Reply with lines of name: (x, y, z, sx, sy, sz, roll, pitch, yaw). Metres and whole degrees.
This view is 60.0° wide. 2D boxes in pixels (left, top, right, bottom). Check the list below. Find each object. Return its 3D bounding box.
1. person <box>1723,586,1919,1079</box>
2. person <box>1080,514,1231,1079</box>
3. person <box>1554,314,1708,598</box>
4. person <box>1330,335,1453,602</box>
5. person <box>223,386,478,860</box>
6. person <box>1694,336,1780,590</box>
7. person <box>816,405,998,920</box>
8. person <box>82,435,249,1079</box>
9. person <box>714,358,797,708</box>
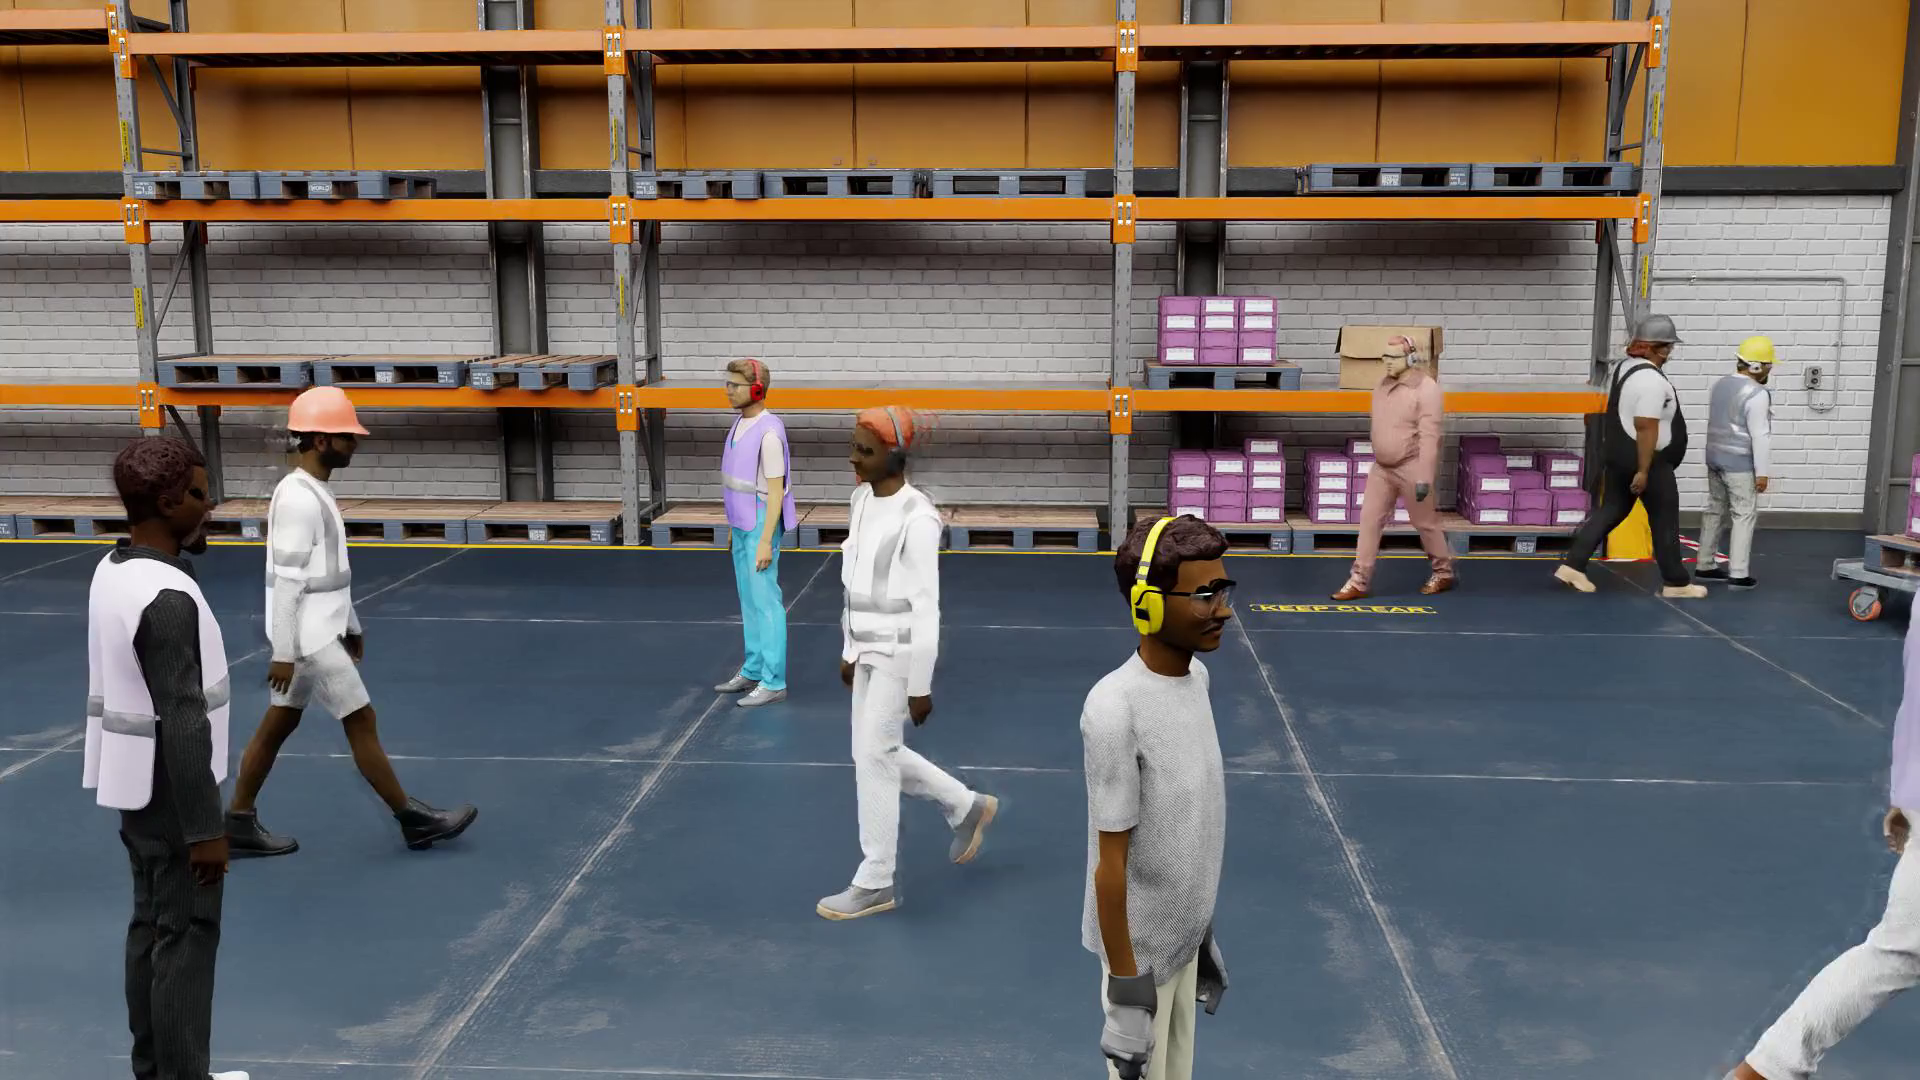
person: (2.578, 0.709, 4.350, 1.005, 1.899, 0.636, 3, 10, 18)
person: (0.426, 0.869, 3.450, 0.328, 1.872, 0.512, 5, 11, 25)
person: (4.709, -0.610, 11.613, 0.991, 2.000, 0.685, 0, 10, -3)
person: (3.086, -0.497, 11.544, 1.006, 1.855, 0.647, -6, 11, -32)
person: (-2.496, 0.340, 6.546, 1.021, 1.875, 0.553, -3, 10, -19)
person: (5.591, -0.556, 11.949, 0.434, 1.817, 0.616, -1, 10, -6)
person: (-0.194, 0.429, 6.064, 0.698, 1.859, 0.588, -4, 11, -24)
person: (-2.106, 0.679, 4.427, 0.377, 1.916, 0.600, -8, 12, -38)
person: (-1.083, -0.046, 8.867, 0.389, 1.849, 0.567, -5, 11, -27)
